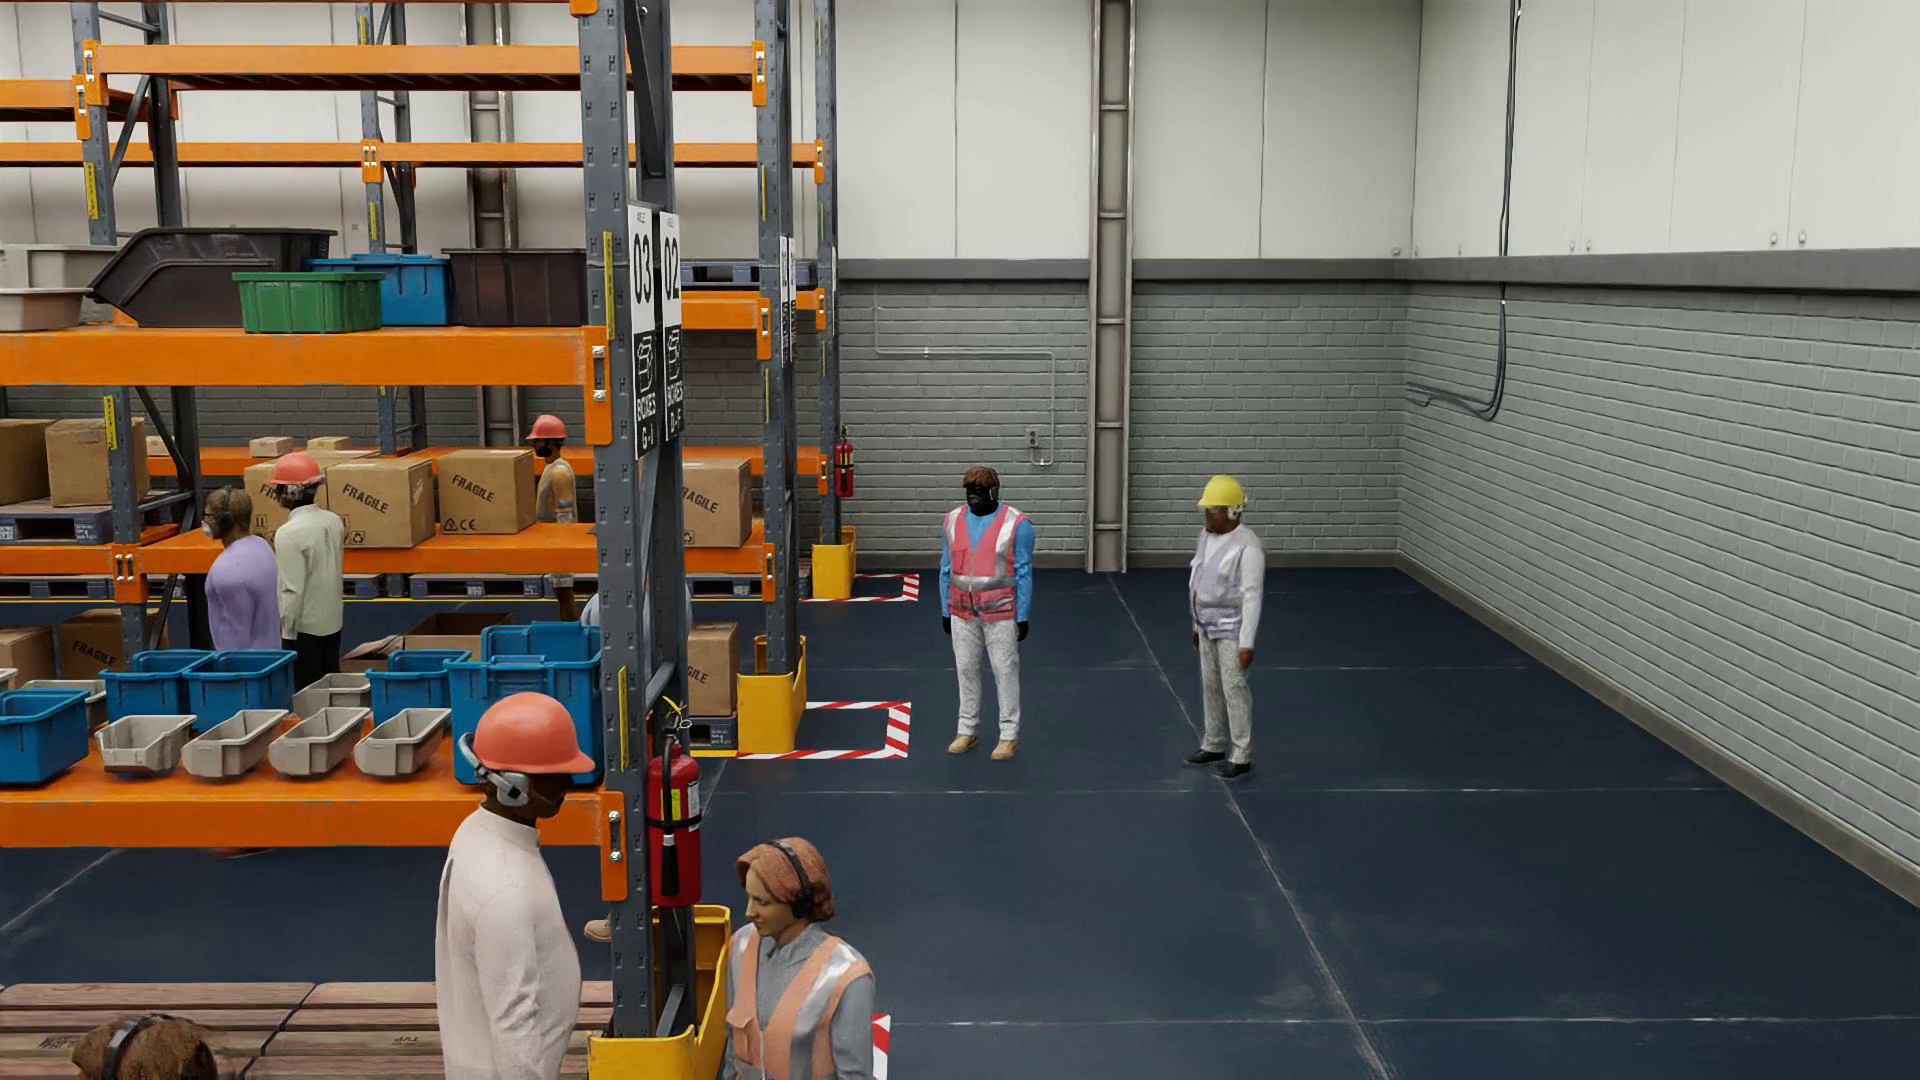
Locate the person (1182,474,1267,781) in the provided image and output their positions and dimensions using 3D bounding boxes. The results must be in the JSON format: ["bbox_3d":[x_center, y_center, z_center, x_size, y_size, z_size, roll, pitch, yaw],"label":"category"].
[{"bbox_3d":[1.572,0.512,9.935,0.403,1.832,0.593,-4,10,-22],"label":"person"}]

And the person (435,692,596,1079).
[{"bbox_3d":[-1.127,1.358,4.298,0.410,1.980,0.626,-3,10,-19],"label":"person"}]

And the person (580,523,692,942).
[{"bbox_3d":[-1.530,0.792,7.571,0.539,2.000,0.688,3,10,16],"label":"person"}]

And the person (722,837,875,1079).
[{"bbox_3d":[-0.404,1.540,4.247,0.524,1.630,0.313,8,12,41],"label":"person"}]

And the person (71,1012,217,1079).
[{"bbox_3d":[-1.182,1.681,2.823,0.704,1.823,0.532,3,10,16],"label":"person"}]

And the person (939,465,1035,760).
[{"bbox_3d":[0.149,0.448,10.333,0.632,1.837,0.430,4,10,25],"label":"person"}]

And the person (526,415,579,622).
[{"bbox_3d":[-3.075,0.019,12.622,0.364,1.939,0.542,-3,10,-18],"label":"person"}]

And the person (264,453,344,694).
[{"bbox_3d":[-3.745,0.490,9.561,0.388,1.993,0.624,1,9,7],"label":"person"}]

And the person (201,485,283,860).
[{"bbox_3d":[-3.686,0.676,8.596,0.351,1.937,0.635,-1,9,-8],"label":"person"}]
